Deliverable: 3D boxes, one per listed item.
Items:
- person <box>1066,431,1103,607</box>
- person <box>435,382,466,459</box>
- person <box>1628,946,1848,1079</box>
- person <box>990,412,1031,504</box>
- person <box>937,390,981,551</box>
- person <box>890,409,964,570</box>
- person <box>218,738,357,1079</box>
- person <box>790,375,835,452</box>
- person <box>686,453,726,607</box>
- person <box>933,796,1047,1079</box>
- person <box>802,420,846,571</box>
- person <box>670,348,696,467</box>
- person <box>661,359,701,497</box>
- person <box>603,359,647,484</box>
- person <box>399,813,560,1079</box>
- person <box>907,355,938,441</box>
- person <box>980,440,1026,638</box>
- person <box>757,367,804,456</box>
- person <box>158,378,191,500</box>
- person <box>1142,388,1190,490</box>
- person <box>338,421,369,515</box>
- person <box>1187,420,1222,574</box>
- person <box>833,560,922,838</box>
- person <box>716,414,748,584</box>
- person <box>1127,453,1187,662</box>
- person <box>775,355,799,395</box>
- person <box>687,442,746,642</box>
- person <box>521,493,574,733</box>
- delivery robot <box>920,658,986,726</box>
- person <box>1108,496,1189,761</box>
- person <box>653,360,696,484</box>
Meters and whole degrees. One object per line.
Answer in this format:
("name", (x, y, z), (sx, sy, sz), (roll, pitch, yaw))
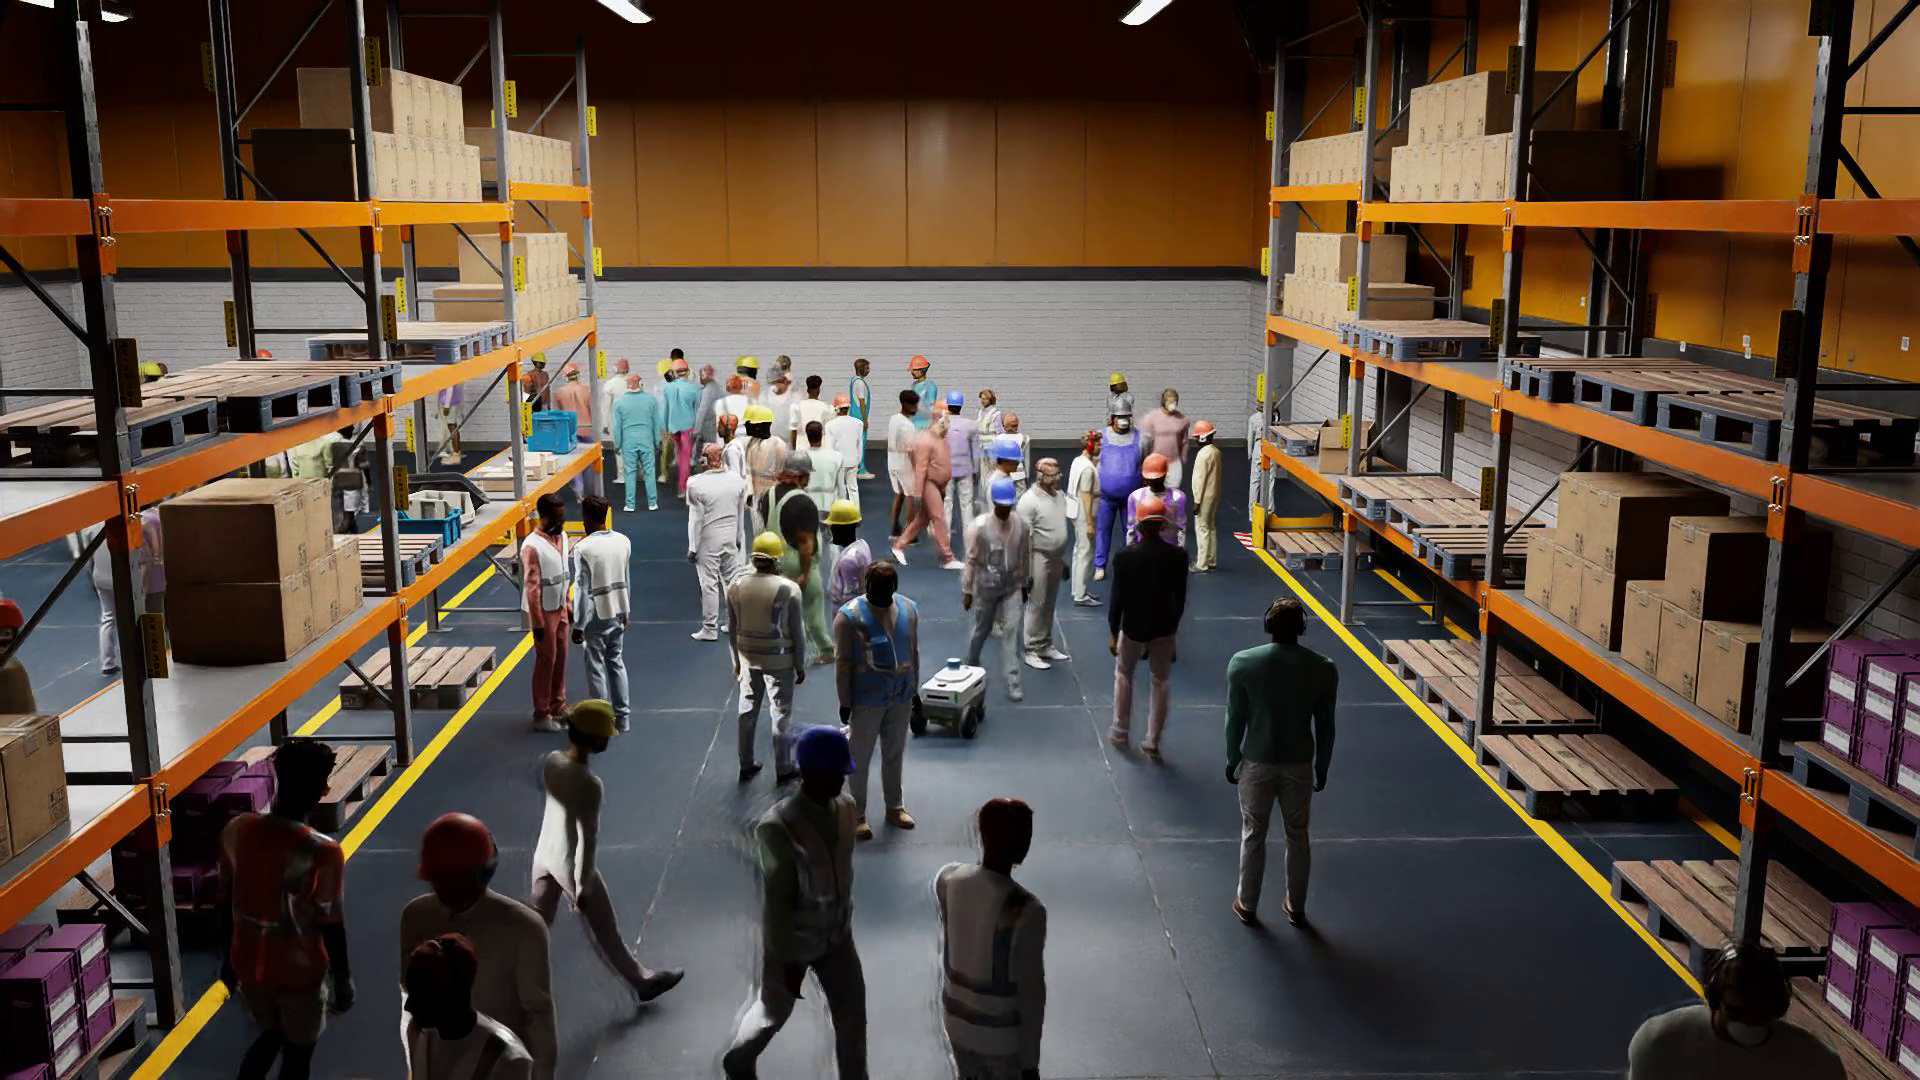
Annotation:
("person", (1.279, -0.223, 17.269), (0.397, 1.836, 0.562), (-1, 11, -4))
("person", (-8.369, -2.115, 27.403), (0.815, 1.576, 0.503), (6, 13, 28))
("person", (2.481, 2.126, 5.377), (0.672, 1.895, 0.977), (5, 12, 23))
("person", (0.616, -0.744, 20.370), (0.515, 1.640, 0.315), (-3, 12, -12))
("person", (-0.058, -0.823, 19.991), (0.611, 1.947, 0.388), (-2, 11, -10))
("person", (-0.380, -0.592, 19.118), (0.967, 1.846, 0.702), (3, 12, 16))
("person", (-2.852, 1.781, 6.972), (0.659, 1.929, 0.531), (5, 12, 23))
("person", (-1.922, -1.185, 21.796), (0.612, 1.961, 0.378), (0, 11, 1))
("person", (-2.563, -0.133, 17.197), (0.545, 1.686, 0.335), (0, 11, -2))
("person", (0.112, 1.910, 6.508), (0.572, 1.869, 0.501), (10, 15, 40))
("person", (-1.505, -0.317, 17.564), (0.602, 1.904, 0.480), (-2, 11, -11))
("person", (-4.443, -2.109, 26.553), (0.586, 1.910, 0.395), (7, 13, 30))
("person", (-3.884, -1.630, 24.005), (0.696, 1.948, 0.900), (5, 12, 25))
("person", (-4.947, -1.758, 24.848), (0.766, 1.885, 0.513), (-4, 12, -21))
("person", (-1.768, 1.934, 6.085), (0.627, 1.985, 0.409), (4, 12, 17))
("person", (-0.550, -1.631, 23.856), (0.420, 2.031, 0.604), (-6, 13, -29))
("person", (0.413, -0.004, 15.950), (0.509, 1.925, 0.615), (4, 12, 21))
("person", (-2.497, -1.443, 22.869), (0.681, 2.000, 1.051), (5, 12, 22))
("person", (-10.325, -1.159, 21.750), (0.585, 1.919, 0.374), (0, 11, -2))
("person", (2.540, -0.961, 20.778), (0.636, 1.916, 0.755), (-2, 11, -11))
("person", (-8.235, -1.200, 22.418), (0.322, 1.737, 0.485), (4, 12, 19))
("person", (2.759, -0.485, 18.833), (0.355, 1.737, 0.576), (6, 13, 26))
("person", (-0.521, 1.031, 10.967), (0.633, 1.839, 0.429), (-7, 13, -31))
("person", (-2.511, -0.454, 18.307), (0.355, 1.883, 0.572), (-1, 11, -5))
("person", (1.785, 0.158, 15.153), (0.548, 1.923, 0.390), (3, 12, 12))
("person", (-2.593, -1.826, 25.080), (0.369, 1.932, 0.632), (0, 11, 1))
("person", (-2.350, 0.015, 15.897), (0.411, 1.908, 0.643), (10, 15, 42))
("person", (-3.247, 0.565, 13.141), (0.405, 1.909, 0.597), (2, 12, 12))
("delivery robot", (-0.051, 1.184, 13.201), (0.477, 0.478, 0.707), (4, 12, 20))
("person", (1.395, 0.643, 12.592), (0.617, 1.960, 0.798), (-1, 11, -7))
("person", (-4.275, -1.767, 24.919), (0.688, 1.880, 0.395), (-5, 12, -24))
